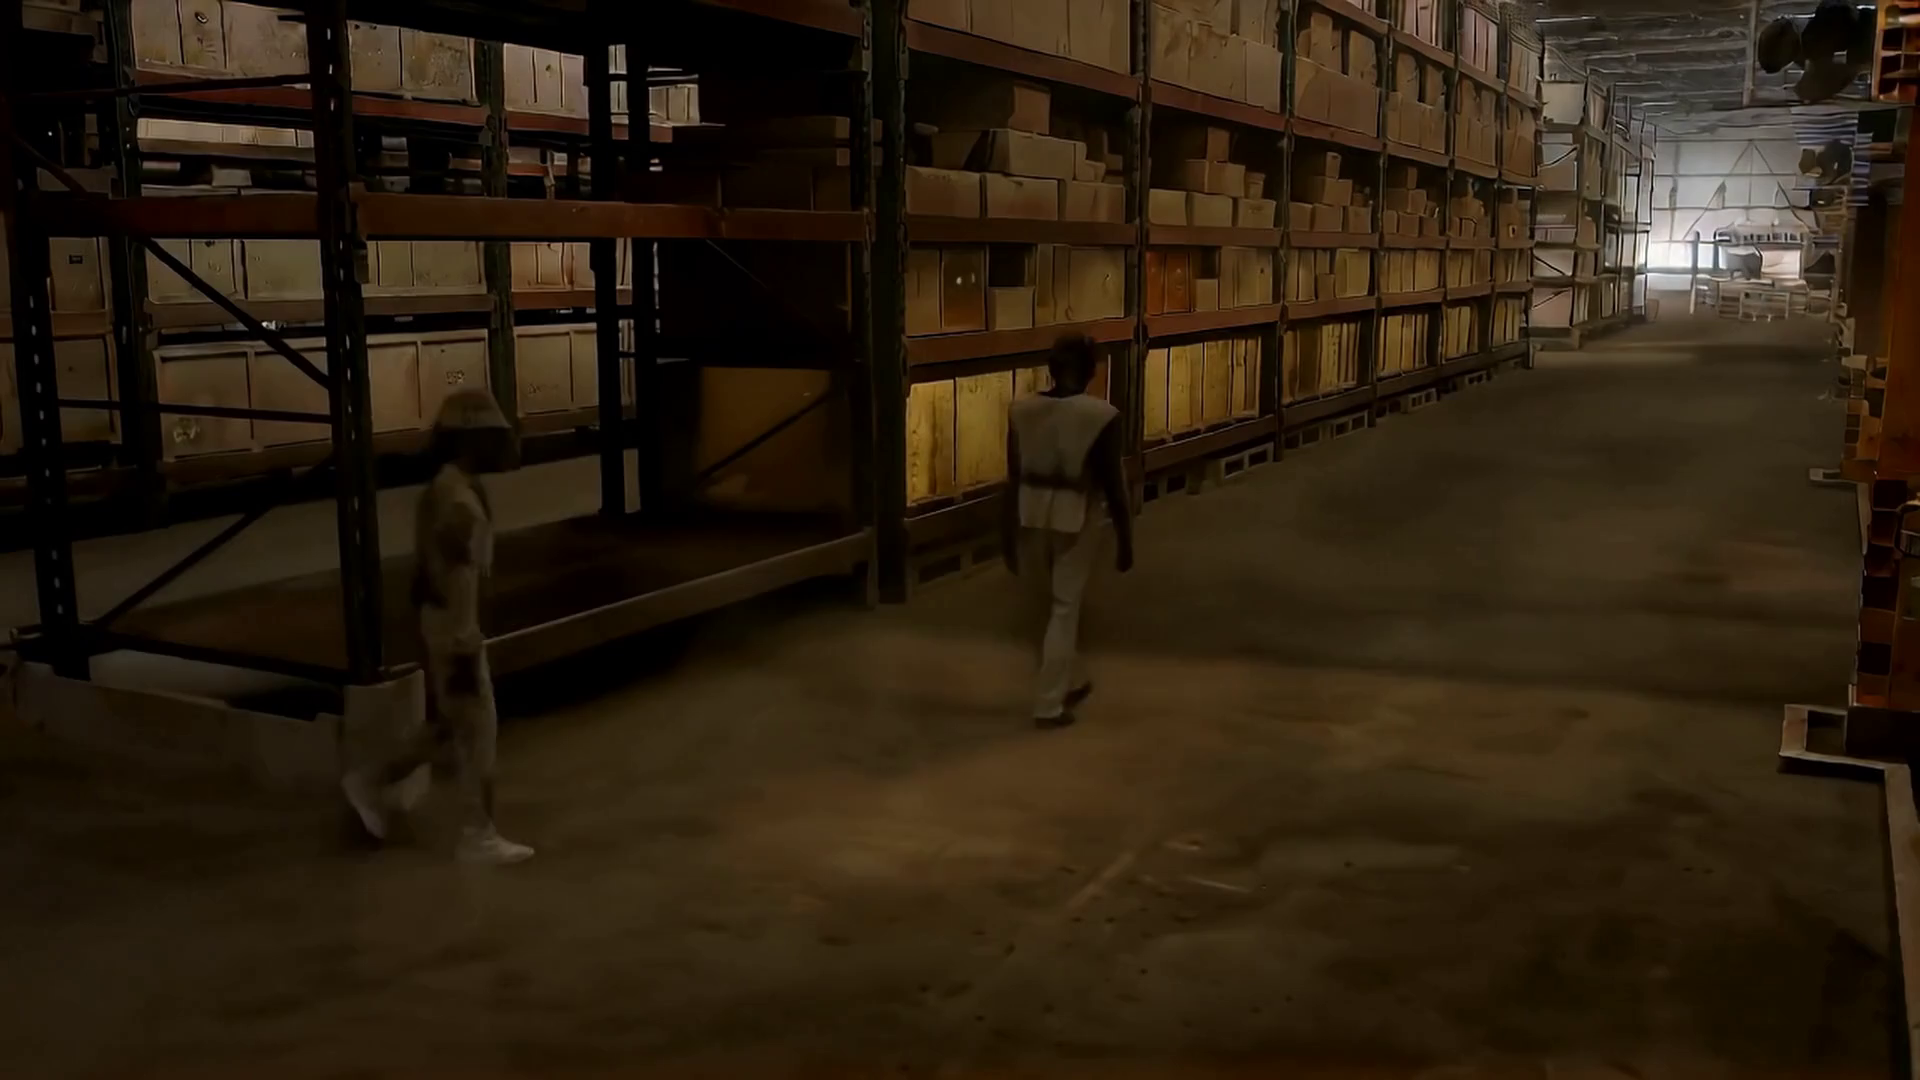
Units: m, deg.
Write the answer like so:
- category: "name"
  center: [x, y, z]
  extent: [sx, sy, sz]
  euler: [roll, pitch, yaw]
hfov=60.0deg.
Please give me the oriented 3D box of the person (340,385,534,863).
- category: "person"
  center: [-1.866, 0.313, 5.904]
  extent: [0.603, 1.725, 0.482]
  euler: [-3, 10, -16]

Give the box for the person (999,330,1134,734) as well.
- category: "person"
  center: [0.545, -0.055, 7.709]
  extent: [0.605, 1.816, 0.802]
  euler: [7, 12, 34]
